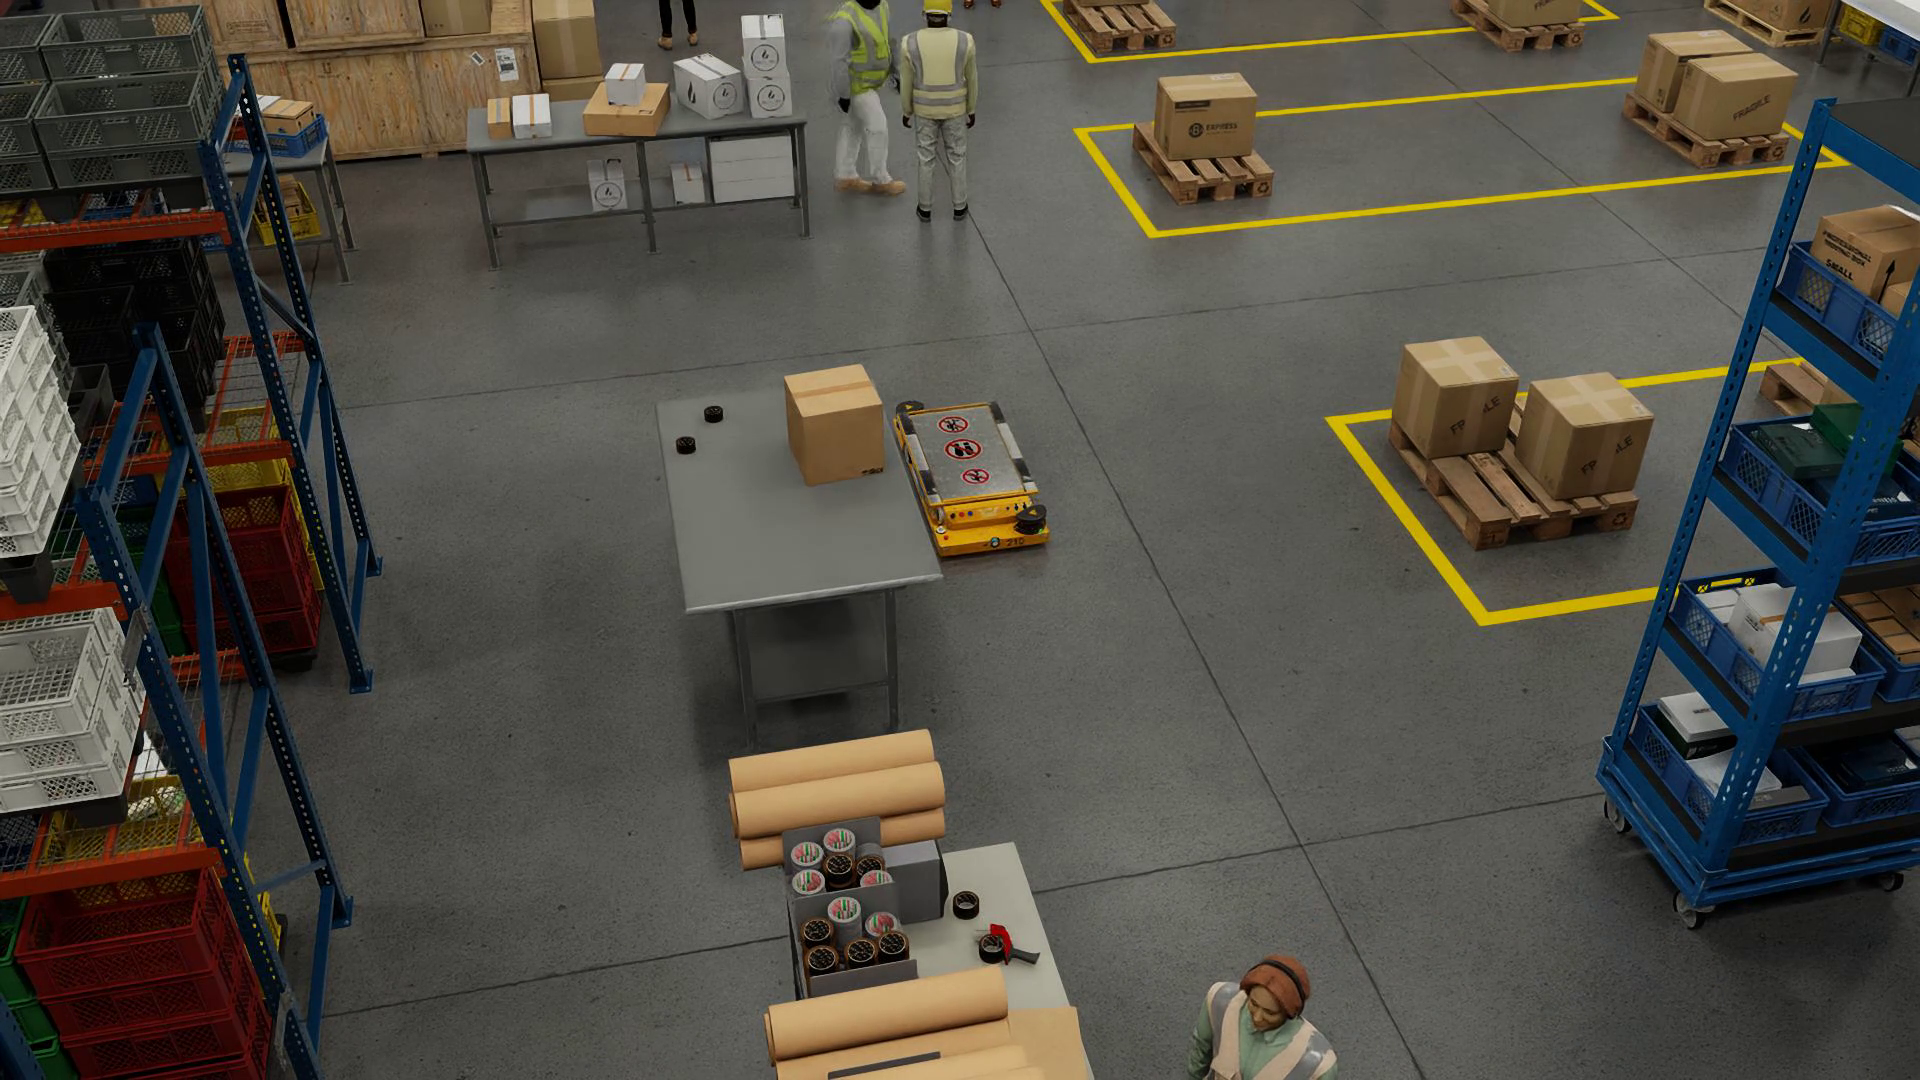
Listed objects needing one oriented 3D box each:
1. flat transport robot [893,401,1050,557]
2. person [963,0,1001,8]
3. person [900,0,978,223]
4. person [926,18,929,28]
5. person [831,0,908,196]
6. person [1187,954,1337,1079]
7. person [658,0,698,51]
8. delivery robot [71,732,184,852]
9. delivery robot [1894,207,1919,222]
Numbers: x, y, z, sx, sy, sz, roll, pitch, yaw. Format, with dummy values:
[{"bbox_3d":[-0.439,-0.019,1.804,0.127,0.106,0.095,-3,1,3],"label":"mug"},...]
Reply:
[{"bbox_3d":[0.046,-0.430,10.108,0.652,0.197,1.431,-8,37,-10],"label":"flat transport robot"},{"bbox_3d":[0.251,-6.284,16.651,0.532,1.863,0.310,-2,37,-2],"label":"person"},{"bbox_3d":[-0.159,-3.313,12.682,0.588,1.834,0.403,-1,37,-2],"label":"person"},{"bbox_3d":[-0.140,-5.570,15.657,0.401,1.907,0.648,-5,37,-7],"label":"person"},{"bbox_3d":[-0.688,-3.585,13.069,0.685,1.807,0.622,8,37,11],"label":"person"},{"bbox_3d":[1.000,1.991,5.711,0.515,1.645,0.309,25,43,29],"label":"person"},{"bbox_3d":[-2.750,-5.504,15.741,0.533,1.697,0.318,-16,39,-20],"label":"person"},{"bbox_3d":[-3.877,1.118,7.716,0.477,0.478,0.707,-25,43,-29],"label":"delivery robot"},{"bbox_3d":[6.785,-2.198,12.173,0.707,0.478,0.477,-14,39,-18],"label":"delivery robot"}]
